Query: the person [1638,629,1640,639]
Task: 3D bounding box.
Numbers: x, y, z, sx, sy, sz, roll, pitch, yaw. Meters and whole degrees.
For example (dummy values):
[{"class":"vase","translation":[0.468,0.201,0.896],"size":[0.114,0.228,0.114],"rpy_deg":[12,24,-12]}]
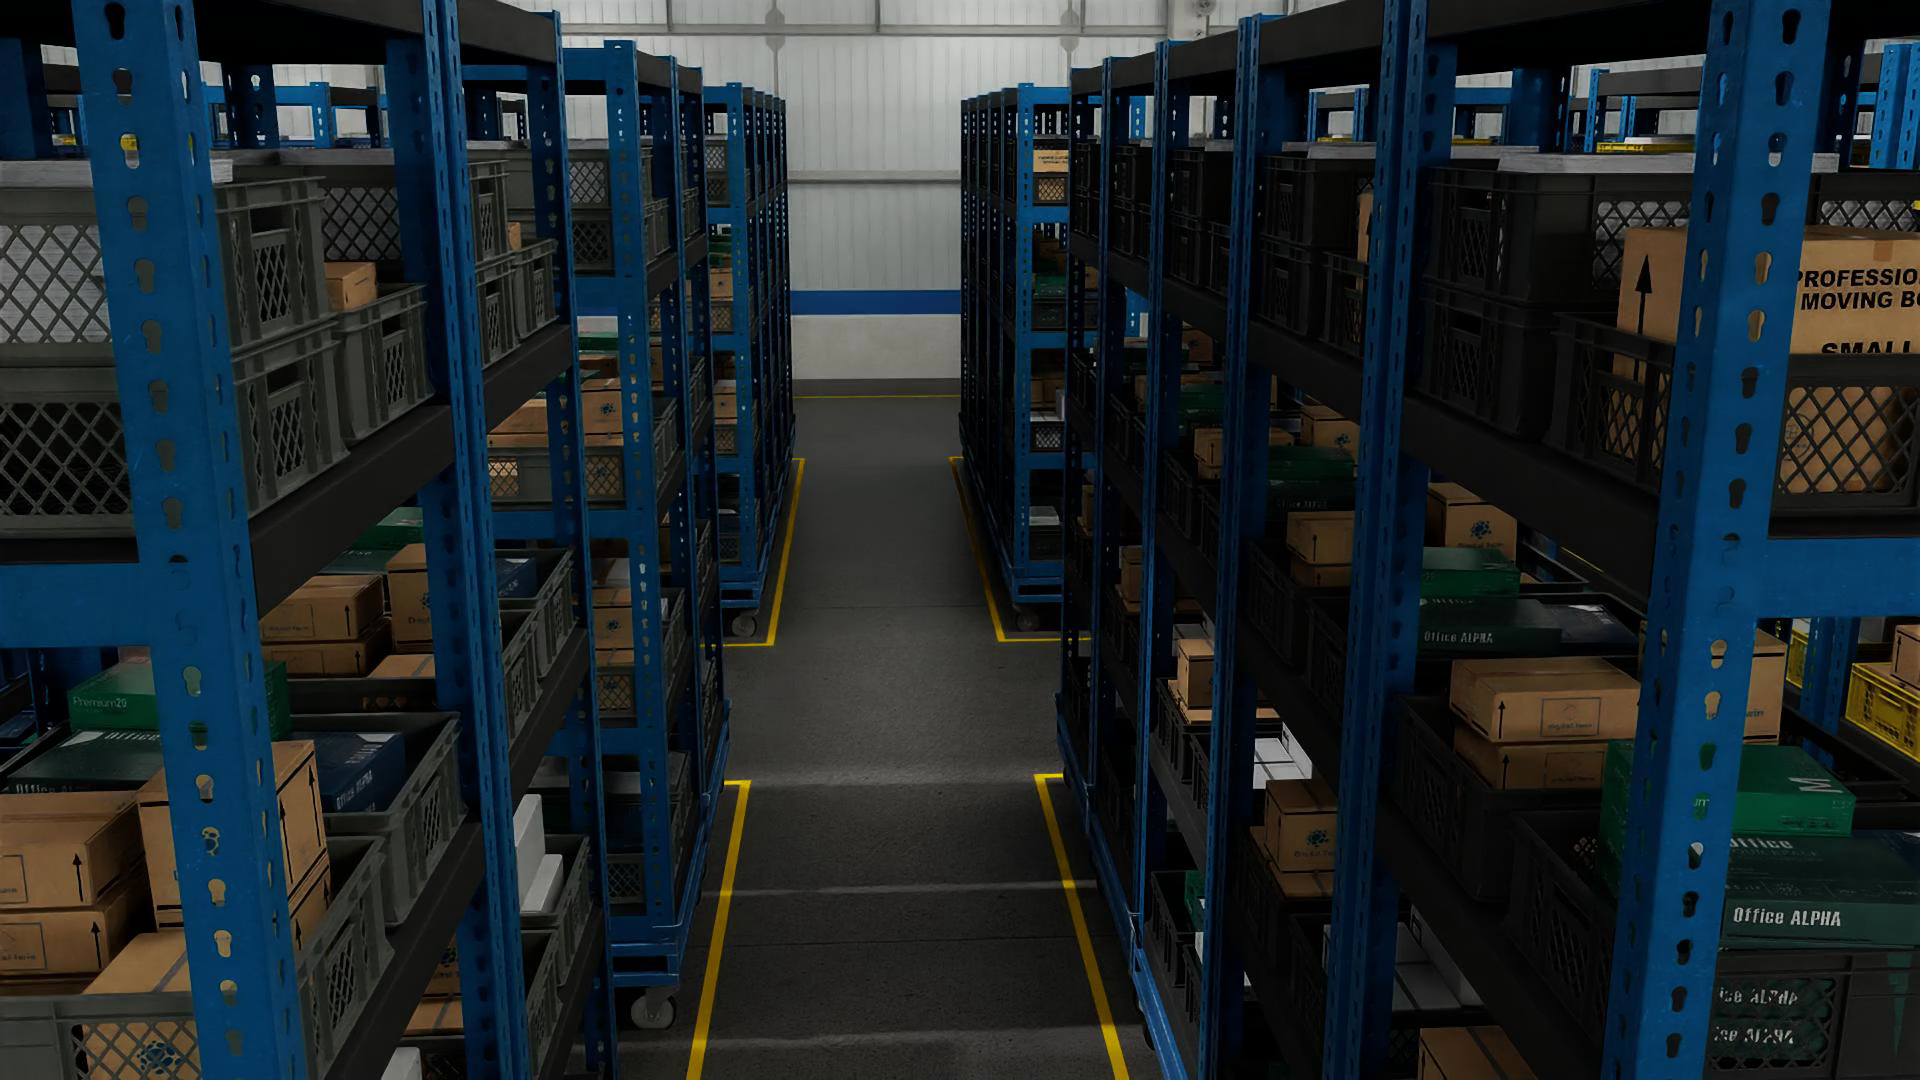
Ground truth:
[{"class":"person","translation":[4.394,0.033,9.876],"size":[0.791,1.822,0.575],"rpy_deg":[1,14,5]}]
